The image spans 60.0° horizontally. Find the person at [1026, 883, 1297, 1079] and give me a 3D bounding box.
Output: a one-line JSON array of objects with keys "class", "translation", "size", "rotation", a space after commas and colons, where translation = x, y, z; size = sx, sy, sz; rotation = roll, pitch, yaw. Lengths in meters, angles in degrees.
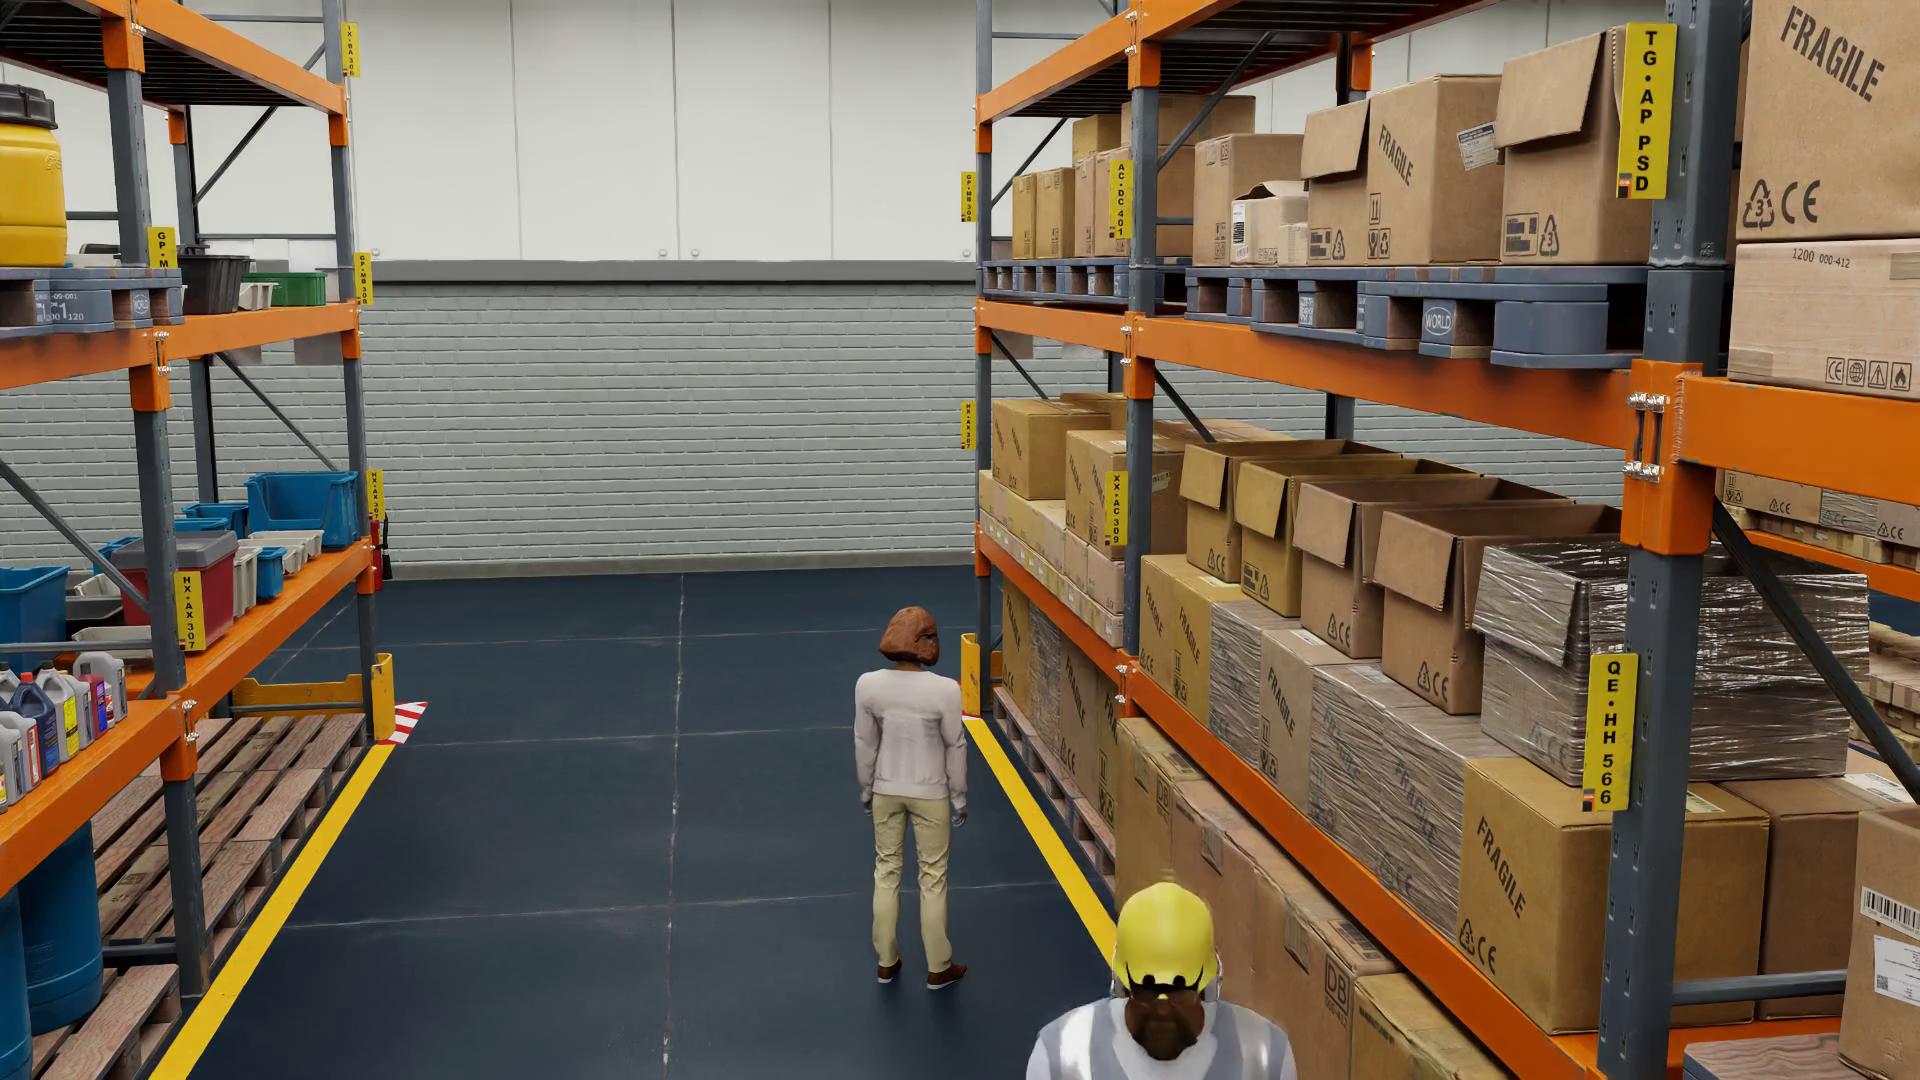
[{"class": "person", "translation": [0.417, 1.574, 3.609], "size": [0.618, 1.787, 0.927], "rotation": [1, 9, 6]}]

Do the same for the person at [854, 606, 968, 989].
[{"class": "person", "translation": [-0.202, 1.087, 7.046], "size": [0.497, 1.633, 0.279], "rotation": [4, 10, 21]}]
